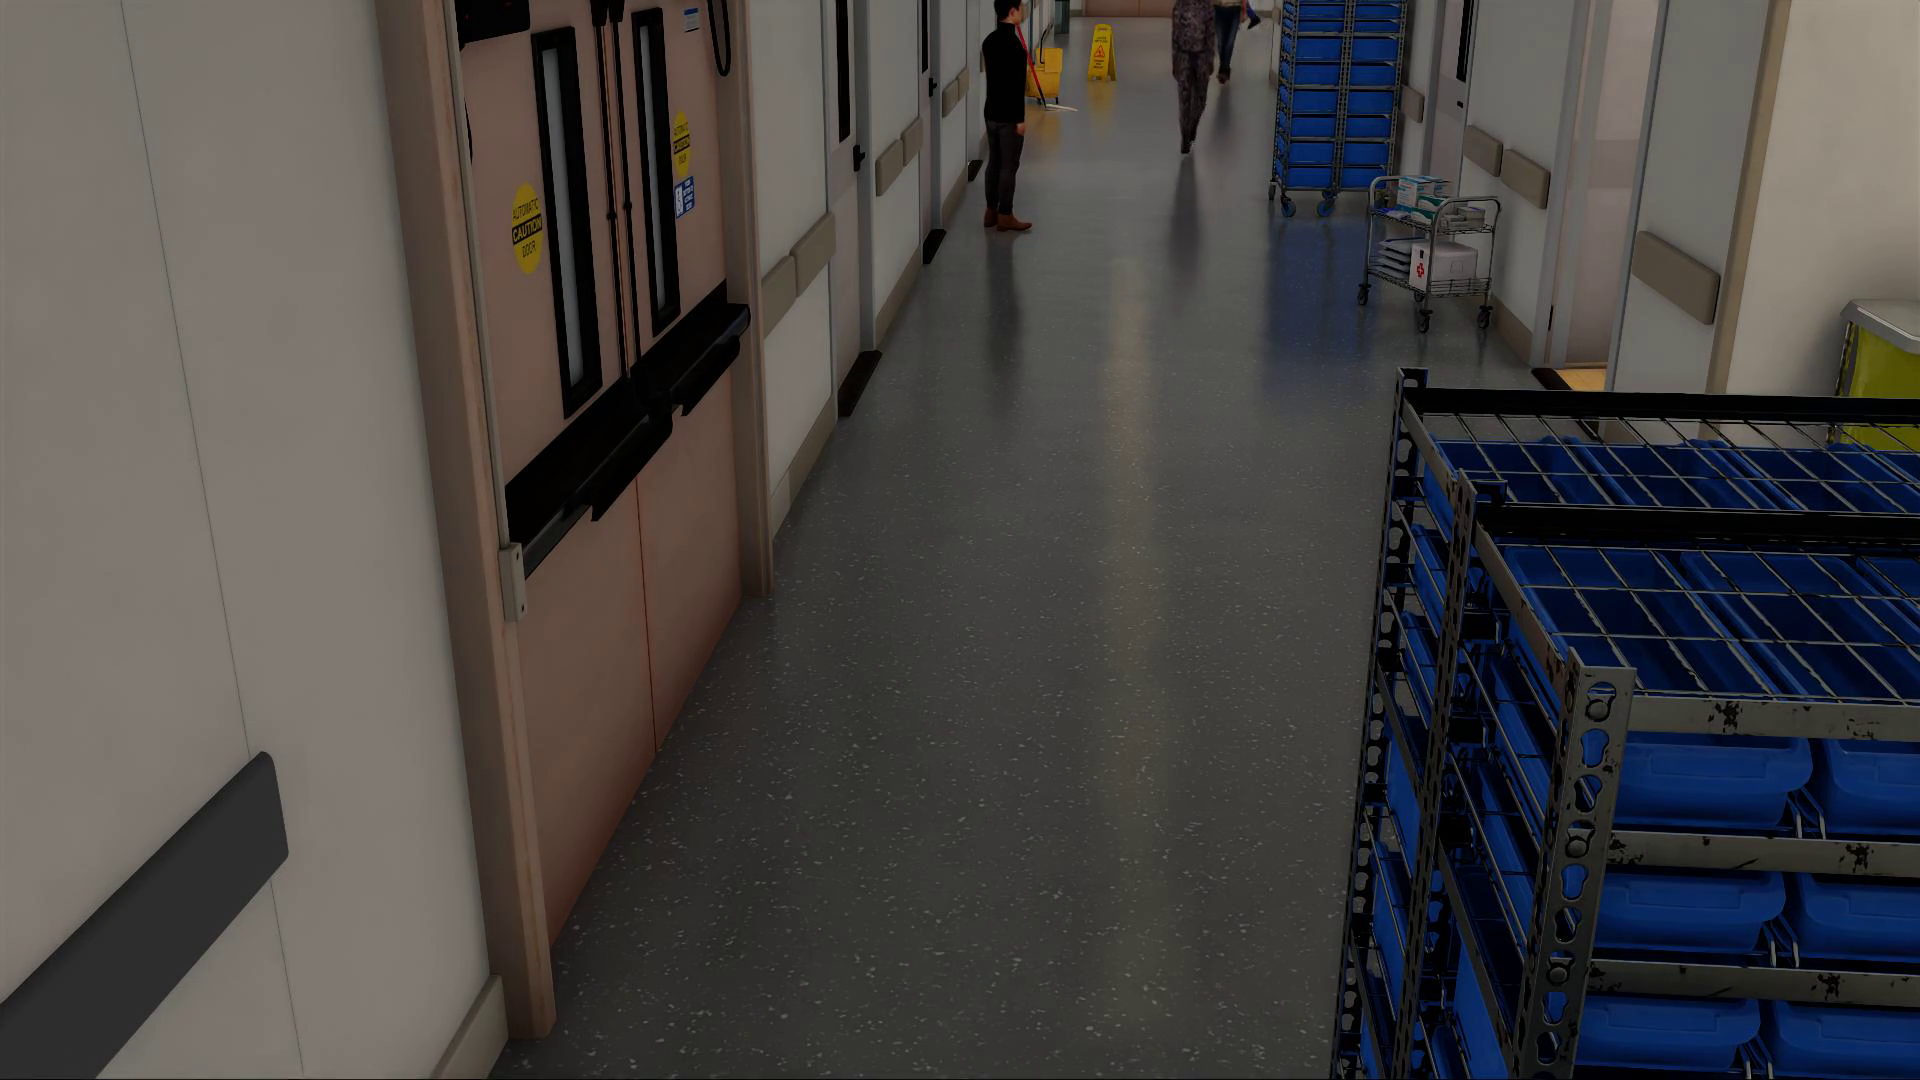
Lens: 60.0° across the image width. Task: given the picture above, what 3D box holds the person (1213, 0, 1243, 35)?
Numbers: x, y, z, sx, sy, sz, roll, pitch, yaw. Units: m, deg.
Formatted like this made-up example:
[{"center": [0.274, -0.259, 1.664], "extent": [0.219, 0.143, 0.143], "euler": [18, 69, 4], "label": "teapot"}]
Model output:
[{"center": [5.153, -10.612, 32.018], "extent": [0.866, 1.658, 0.770], "euler": [4, 21, 10], "label": "person"}]

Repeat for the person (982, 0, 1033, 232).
[{"center": [0.328, -3.168, 12.272], "extent": [0.782, 1.722, 0.660], "euler": [-10, 23, -24], "label": "person"}]

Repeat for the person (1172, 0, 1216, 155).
[{"center": [2.275, -4.650, 16.223], "extent": [0.568, 1.695, 1.044], "euler": [2, 21, 5], "label": "person"}]

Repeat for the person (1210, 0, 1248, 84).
[{"center": [3.646, -7.137, 22.635], "extent": [0.857, 1.805, 1.303], "euler": [6, 22, 16], "label": "person"}]
